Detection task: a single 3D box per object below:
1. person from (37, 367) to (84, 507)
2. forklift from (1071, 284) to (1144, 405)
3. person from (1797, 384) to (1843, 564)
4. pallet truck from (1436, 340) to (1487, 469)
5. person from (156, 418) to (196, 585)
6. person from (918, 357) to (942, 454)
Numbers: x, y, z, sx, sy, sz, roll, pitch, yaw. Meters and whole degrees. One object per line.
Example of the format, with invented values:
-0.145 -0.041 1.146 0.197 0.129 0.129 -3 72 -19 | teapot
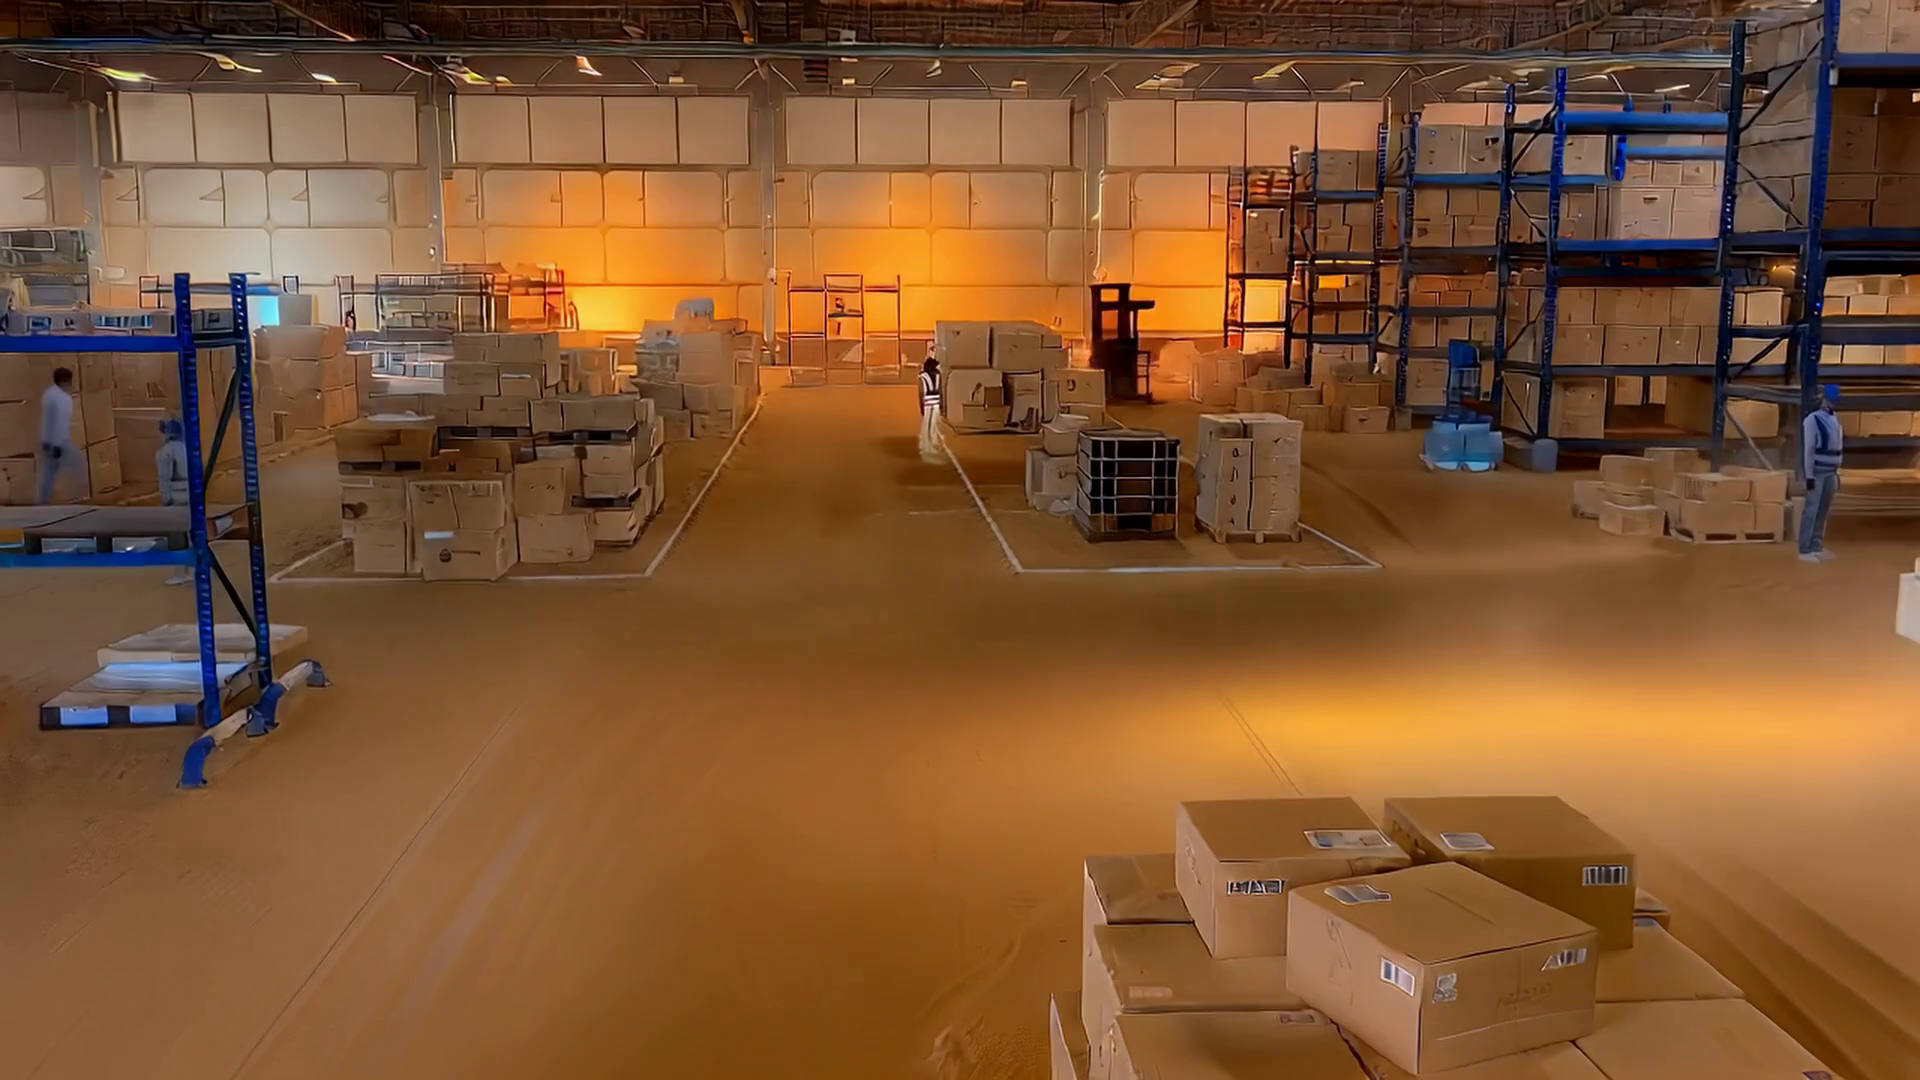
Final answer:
-11.175 -1.182 20.557 0.632 1.882 0.788 7 11 36 | person
3.506 -4.624 39.066 1.129 2.768 1.873 -5 10 -30 | forklift
9.078 -0.692 17.497 0.580 1.883 0.352 -6 11 -34 | person
8.004 -2.170 26.422 0.823 1.965 1.885 2 9 14 | pallet truck
-7.663 -0.380 16.297 0.309 1.641 0.514 1 9 9 | person
-0.507 -2.275 28.194 0.313 1.642 0.513 9 13 44 | person
